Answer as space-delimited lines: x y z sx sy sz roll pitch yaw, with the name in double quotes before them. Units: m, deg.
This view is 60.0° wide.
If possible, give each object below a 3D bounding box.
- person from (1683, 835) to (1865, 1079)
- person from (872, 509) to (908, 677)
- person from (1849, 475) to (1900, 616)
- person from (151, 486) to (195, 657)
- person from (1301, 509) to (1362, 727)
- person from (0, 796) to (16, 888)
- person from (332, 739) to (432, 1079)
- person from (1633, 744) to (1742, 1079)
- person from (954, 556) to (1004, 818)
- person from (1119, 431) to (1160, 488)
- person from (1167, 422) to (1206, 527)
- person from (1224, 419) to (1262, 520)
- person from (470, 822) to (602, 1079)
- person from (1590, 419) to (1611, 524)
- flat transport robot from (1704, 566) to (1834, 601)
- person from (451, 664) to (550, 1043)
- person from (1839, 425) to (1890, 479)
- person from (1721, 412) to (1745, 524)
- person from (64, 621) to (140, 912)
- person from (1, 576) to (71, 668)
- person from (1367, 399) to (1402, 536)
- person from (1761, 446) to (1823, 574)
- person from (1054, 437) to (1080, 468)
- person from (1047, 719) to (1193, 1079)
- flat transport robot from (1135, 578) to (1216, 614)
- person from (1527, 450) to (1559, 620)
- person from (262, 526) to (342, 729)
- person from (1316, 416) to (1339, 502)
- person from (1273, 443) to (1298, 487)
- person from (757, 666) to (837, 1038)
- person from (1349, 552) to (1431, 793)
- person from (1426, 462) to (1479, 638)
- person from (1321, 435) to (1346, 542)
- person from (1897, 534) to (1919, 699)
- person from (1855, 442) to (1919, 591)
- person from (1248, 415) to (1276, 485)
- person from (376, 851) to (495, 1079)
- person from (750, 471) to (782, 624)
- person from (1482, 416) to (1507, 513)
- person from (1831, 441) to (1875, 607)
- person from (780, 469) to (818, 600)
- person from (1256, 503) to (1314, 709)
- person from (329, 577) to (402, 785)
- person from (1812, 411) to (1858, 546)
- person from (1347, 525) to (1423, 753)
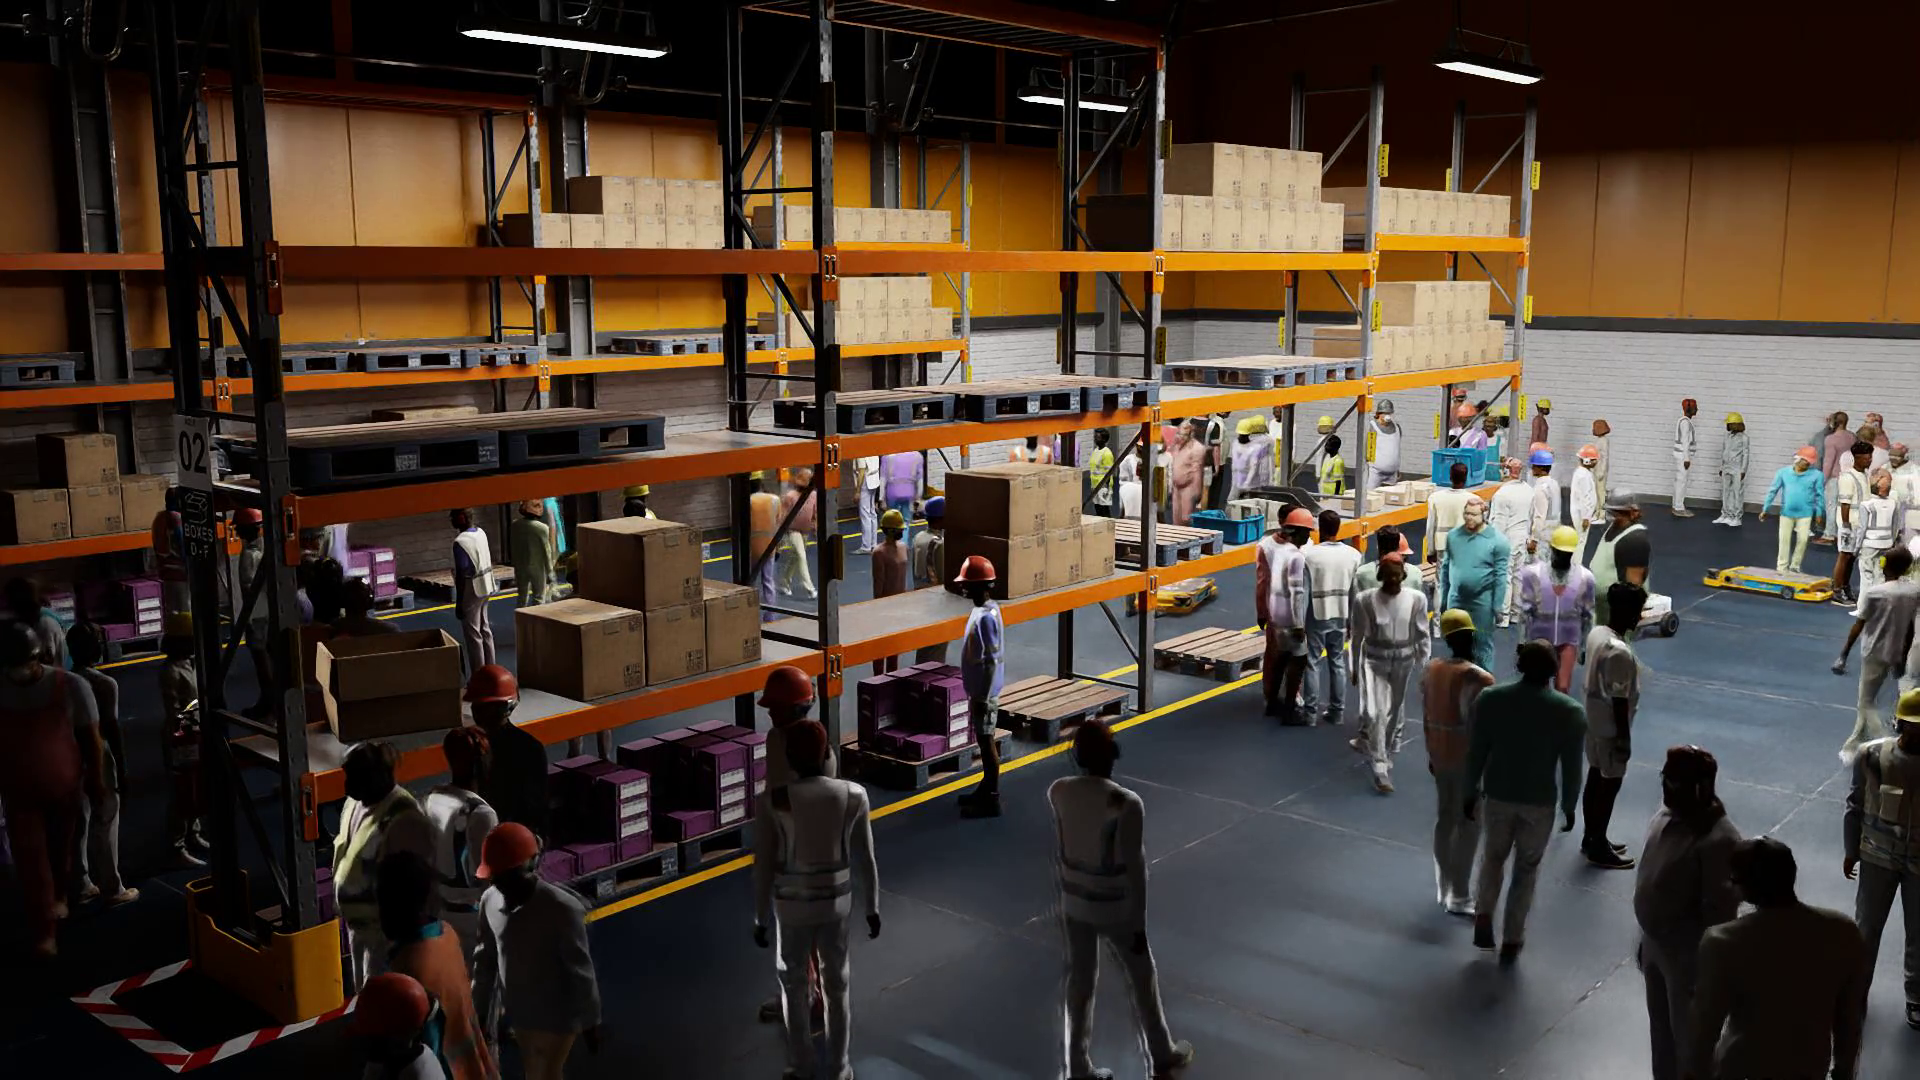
"person" 3.133 2.046 6.467 0.694 1.908 0.477 -1 10 -4
"person" -0.627 0.586 15.607 0.313 1.767 0.533 6 11 31
"person" 10.456 0.078 18.998 0.523 1.645 0.306 -2 10 -12
"person" -7.780 0.379 16.634 0.619 1.840 0.430 7 12 37
"person" 3.224 0.688 14.583 0.603 1.904 0.386 -3 10 -17
"person" -5.114 1.655 8.446 0.478 2.026 0.636 3 10 17
"person" -2.748 1.832 7.987 0.496 1.827 0.641 -8 13 -40
"person" 3.277 1.858 7.598 0.407 1.906 0.650 0 10 -1
"person" 0.135 1.071 12.199 0.366 1.935 0.552 0 10 -2
"person" 2.319 -0.460 21.377 0.546 1.930 0.389 -2 10 -11
"person" 3.105 -0.686 22.828 0.482 1.888 0.707 -4 10 -23
"person" 3.991 -0.779 23.456 0.972 1.866 0.586 -8 12 -40
"person" -1.847 2.032 7.082 0.576 1.723 0.622 7 12 35
"person" 9.918 -1.055 25.801 0.285 1.631 0.501 1 10 9
"flat transport robot" 10.011 0.519 20.458 0.652 0.197 1.431 -7 12 -38
"person" -2.420 1.624 8.719 0.611 1.997 0.375 4 10 25
"person" 12.010 -0.572 22.120 0.618 1.906 0.962 3 10 16
"person" 12.020 -1.120 25.889 0.323 1.737 0.487 6 11 34
"person" -5.440 1.420 10.421 0.504 1.840 0.341 3 10 17
"person" -6.691 1.137 12.204 0.495 1.804 0.614 -6 11 -33
"person" 6.312 -1.086 24.770 0.680 2.000 0.536 -4 10 -20
"person" 10.717 -0.366 21.404 0.675 1.733 0.416 6 11 32
"person" 1.646 -1.009 25.512 0.521 1.636 0.311 -8 12 -38
"person" 0.764 1.785 8.236 0.599 1.846 0.800 8 12 40
"flat transport robot" 2.575 0.628 19.807 0.652 0.197 1.431 4 10 21
"person" 6.589 -0.056 18.895 0.389 1.946 0.614 6 11 31
"person" -5.439 0.739 13.874 0.697 2.000 0.761 6 11 33
"person" 5.575 -1.028 25.346 0.483 1.737 0.320 -8 12 -40
"person" 4.275 -0.476 21.975 0.339 1.761 0.524 8 12 38
"person" -0.867 1.626 8.760 0.409 1.987 0.620 -6 11 -33
"person" 3.344 0.993 13.002 0.577 1.839 1.001 0 10 0
"person" 5.321 0.123 17.920 0.597 1.915 0.374 6 11 33
"person" 5.175 -0.628 23.082 0.320 1.695 0.534 -1 10 -6
"person" 8.849 0.599 15.327 0.394 1.836 0.561 4 10 23
"person" 11.394 -0.269 20.367 0.732 1.871 0.665 -3 10 -19
"person" 4.608 -1.055 25.525 0.532 1.732 0.396 4 10 22
"person" -1.916 2.099 6.275 0.476 1.876 0.640 -2 10 -13
"person" -2.227 0.109 18.100 0.615 1.873 0.970 -5 11 -26
"person" 7.684 -0.897 24.259 0.500 1.838 0.346 4 10 20
"person" 10.586 -0.198 19.687 0.617 1.964 0.361 -9 13 -43
"person" -1.939 -0.076 20.073 0.809 1.583 0.508 9 13 42
"person" 2.942 0.603 15.092 0.591 1.909 0.408 -4 10 -24
"person" -4.080 1.206 11.388 0.627 1.940 0.370 -1 10 -8
"person" 12.570 -0.884 23.868 0.632 1.940 0.372 -5 11 -28
"person" 3.518 0.826 13.755 0.604 1.908 0.395 -2 10 -11
